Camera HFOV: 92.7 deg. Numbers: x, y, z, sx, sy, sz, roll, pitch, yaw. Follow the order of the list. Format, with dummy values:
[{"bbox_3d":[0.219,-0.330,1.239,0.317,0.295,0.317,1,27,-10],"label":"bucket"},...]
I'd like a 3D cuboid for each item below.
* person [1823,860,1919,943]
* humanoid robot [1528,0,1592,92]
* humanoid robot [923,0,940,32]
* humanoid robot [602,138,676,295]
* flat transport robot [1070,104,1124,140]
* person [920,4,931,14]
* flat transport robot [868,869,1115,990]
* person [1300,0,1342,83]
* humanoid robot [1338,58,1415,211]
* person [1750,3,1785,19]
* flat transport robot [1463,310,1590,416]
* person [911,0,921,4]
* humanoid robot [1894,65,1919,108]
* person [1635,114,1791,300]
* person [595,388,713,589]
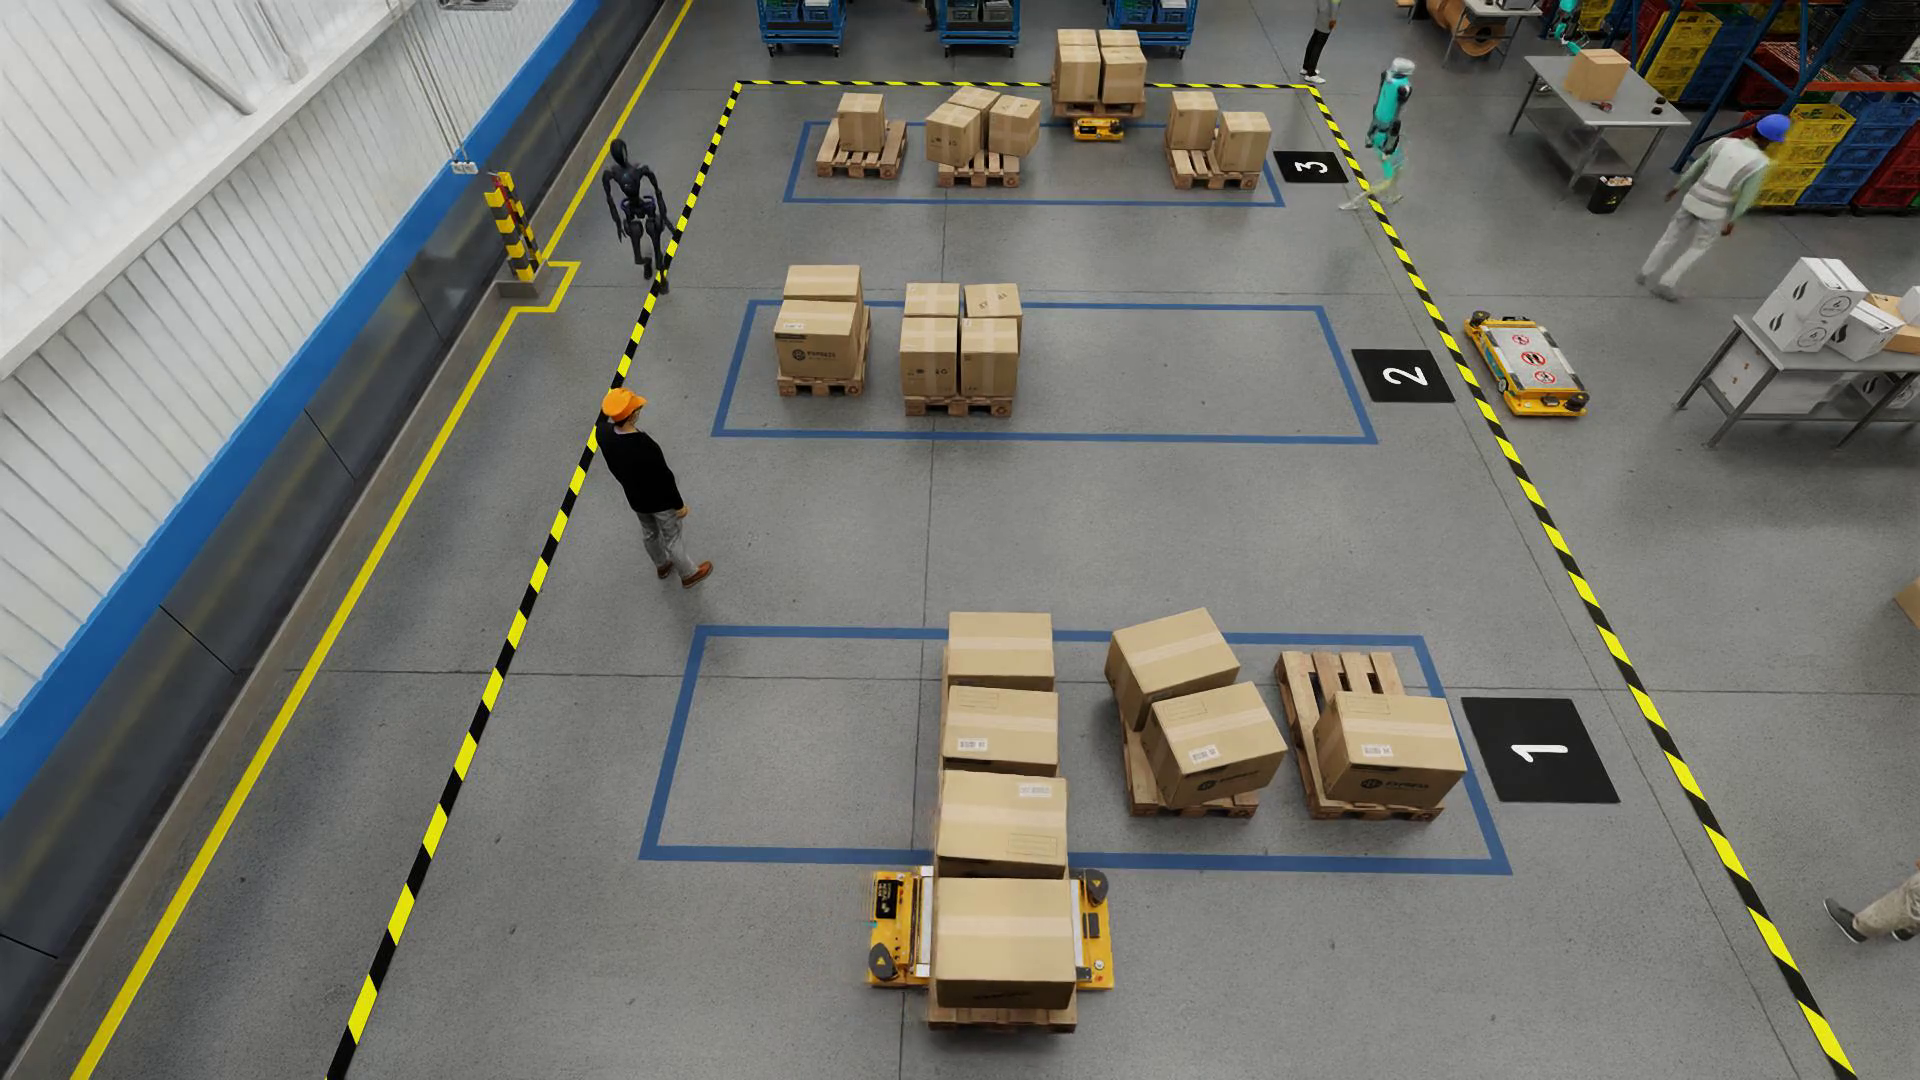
[{"bbox_3d":[5.572,1.793,4.992,0.564,1.761,0.407,2,49,2],"label":"person"},{"bbox_3d":[8.468,-7.061,12.588,0.735,1.673,0.533,1,49,1],"label":"humanoid robot"},{"bbox_3d":[-0.457,-8.875,14.276,0.374,1.649,0.589,-8,50,-7],"label":"humanoid robot"},{"bbox_3d":[-3.285,-3.352,9.505,0.595,1.650,0.425,-8,50,-7],"label":"humanoid robot"},{"bbox_3d":[1.868,-5.964,12.678,0.652,0.197,1.431,1,49,1],"label":"flat transport robot"},{"bbox_3d":[-0.312,-9.368,14.634,0.791,1.809,0.434,33,57,26],"label":"person"},{"bbox_3d":[0.188,2.318,5.508,1.431,0.197,0.652,1,49,1],"label":"flat transport robot"},{"bbox_3d":[5.242,-7.495,12.974,0.378,1.853,0.587,2,49,2],"label":"person"},{"bbox_3d":[5.100,-4.622,10.613,0.892,1.816,0.530,-7,49,-6],"label":"humanoid robot"},{"bbox_3d":[13.283,-9.211,14.427,0.603,1.919,0.940,-5,49,-4],"label":"person"},{"bbox_3d":[5.573,-1.757,9.054,0.659,0.231,1.431,1,49,1],"label":"flat transport robot"},{"bbox_3d":[-0.868,-9.923,15.053,0.649,1.881,0.959,-20,52,-17],"label":"person"},{"bbox_3d":[13.110,-6.646,12.322,0.548,1.808,0.705,-20,52,-16],"label":"humanoid robot"},{"bbox_3d":[7.636,-3.448,9.430,0.437,1.926,0.795,-20,52,-16],"label":"person"},{"bbox_3d":[-2.273,-0.347,6.767,0.584,1.883,0.375,22,53,18],"label":"person"}]
